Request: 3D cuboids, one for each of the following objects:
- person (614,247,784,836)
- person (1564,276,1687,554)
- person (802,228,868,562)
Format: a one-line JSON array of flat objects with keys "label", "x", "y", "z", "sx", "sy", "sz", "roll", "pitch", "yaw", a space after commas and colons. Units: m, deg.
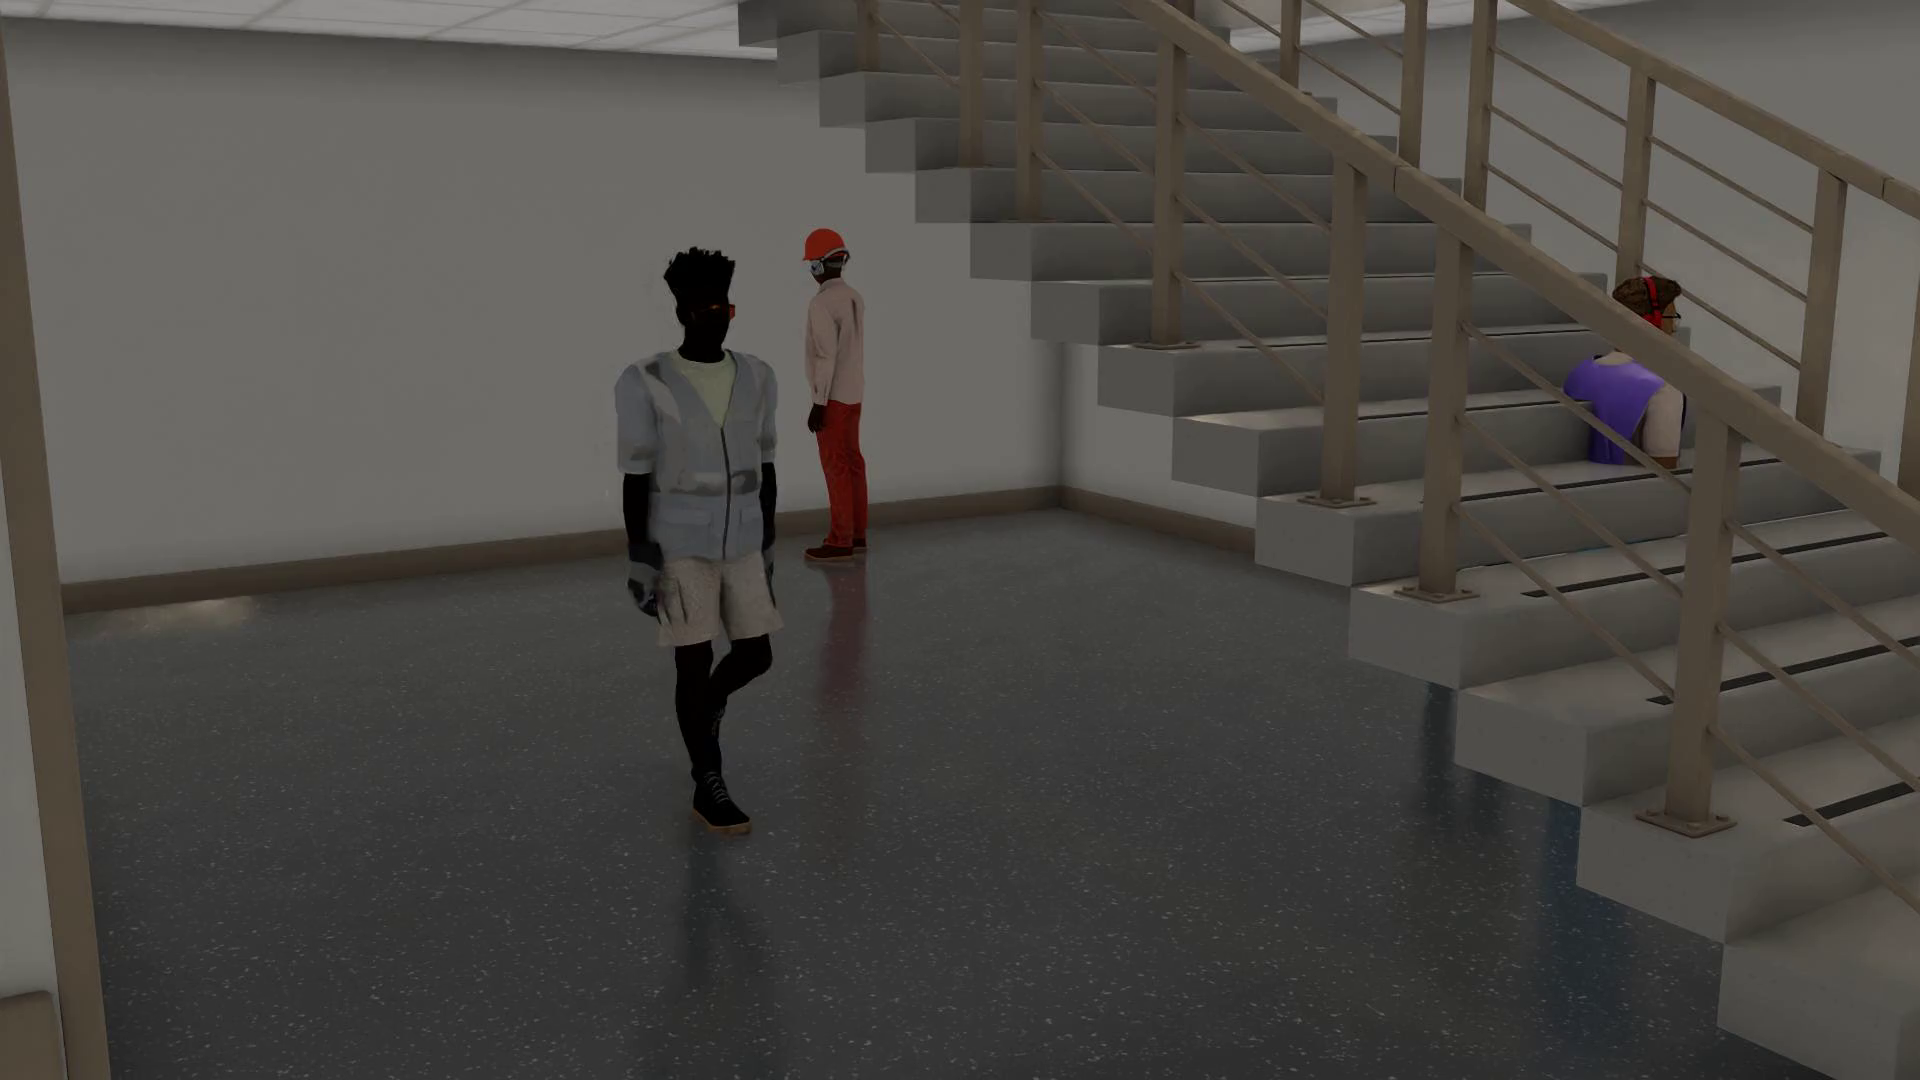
[{"label": "person", "x": -0.884, "y": -0.007, "z": 5.620, "sx": 0.613, "sy": 1.949, "sz": 0.577, "roll": -7, "pitch": 13, "yaw": -34}, {"label": "person", "x": 2.294, "y": 0.008, "z": 5.819, "sx": 0.377, "sy": 1.844, "sz": 0.569, "roll": -3, "pitch": 11, "yaw": -15}, {"label": "person", "x": -0.767, "y": -0.862, "z": 10.002, "sx": 0.392, "sy": 1.989, "sz": 0.617, "roll": 3, "pitch": 11, "yaw": 17}]
